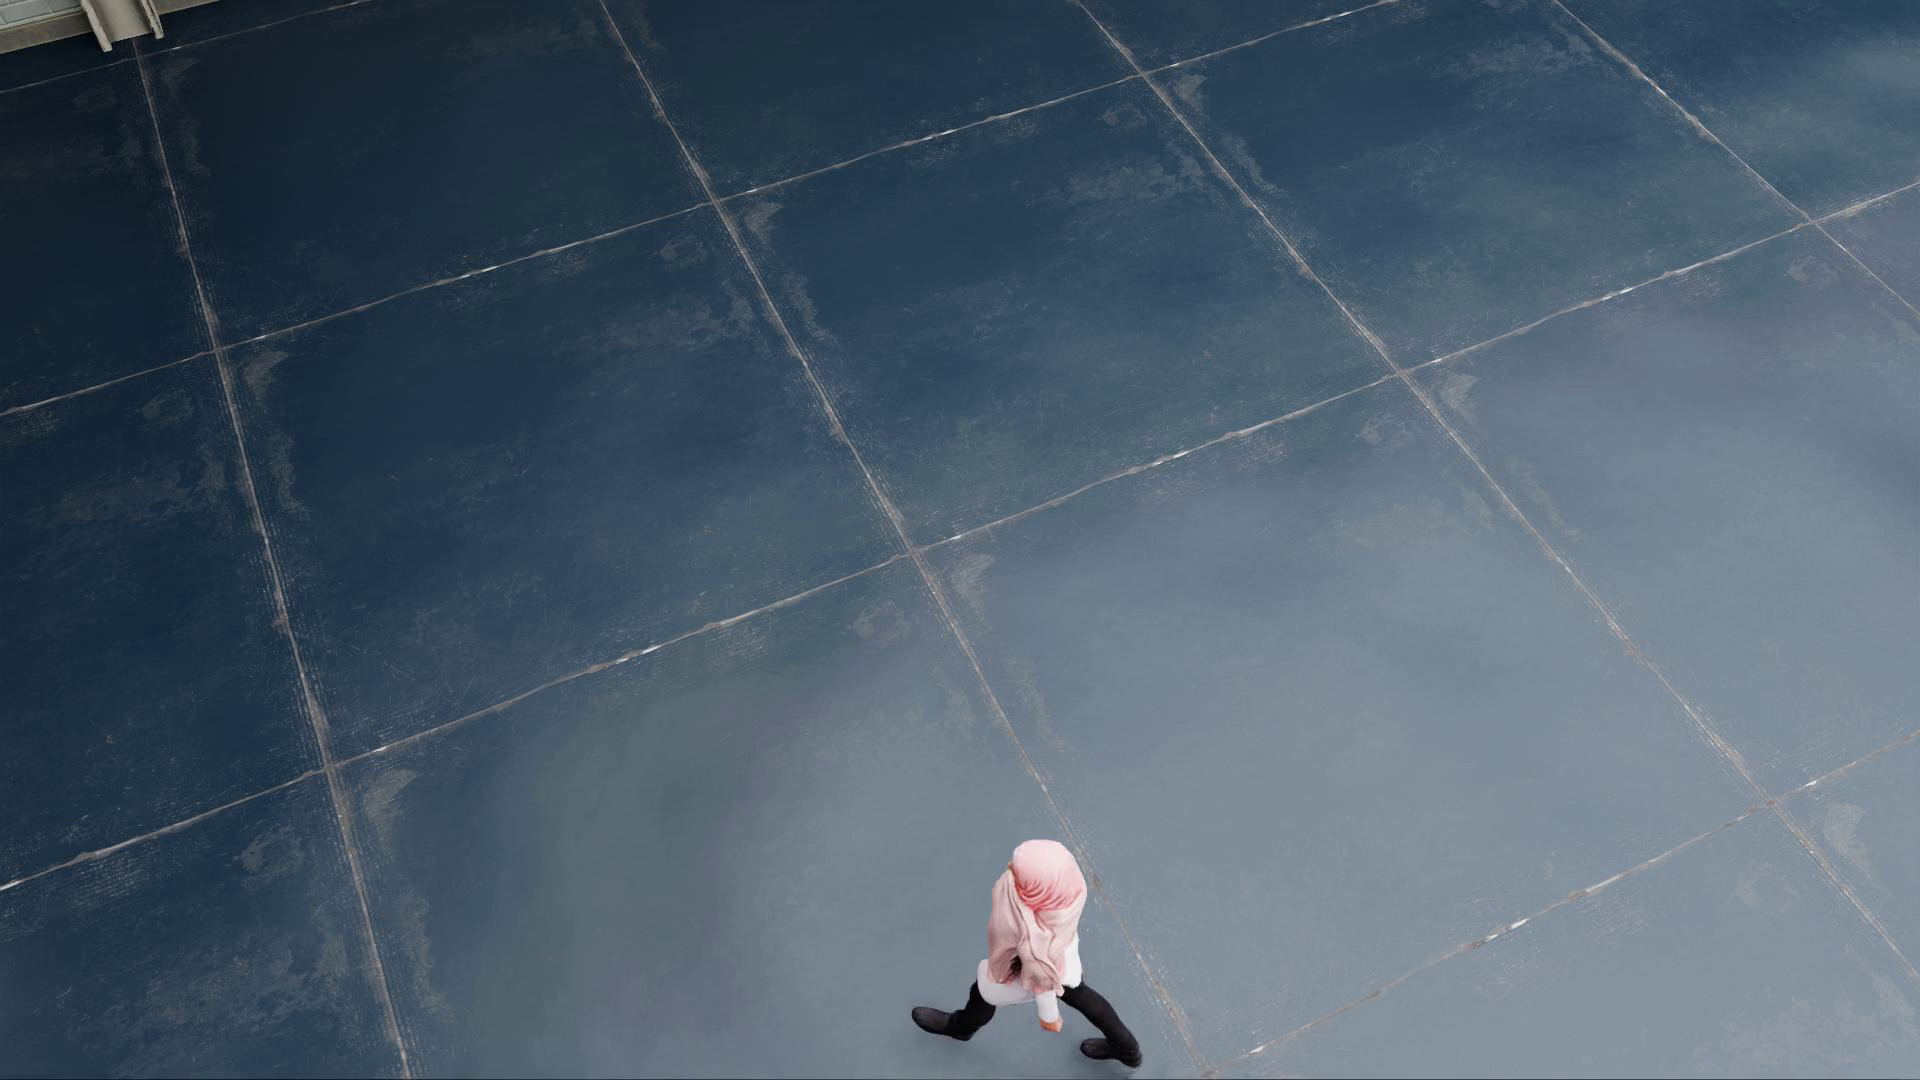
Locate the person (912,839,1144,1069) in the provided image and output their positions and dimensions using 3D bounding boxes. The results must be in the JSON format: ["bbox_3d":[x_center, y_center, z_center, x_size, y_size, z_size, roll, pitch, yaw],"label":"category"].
[{"bbox_3d":[0.390,1.601,6.264,1.225,1.760,1.151,15,54,11],"label":"person"}]
